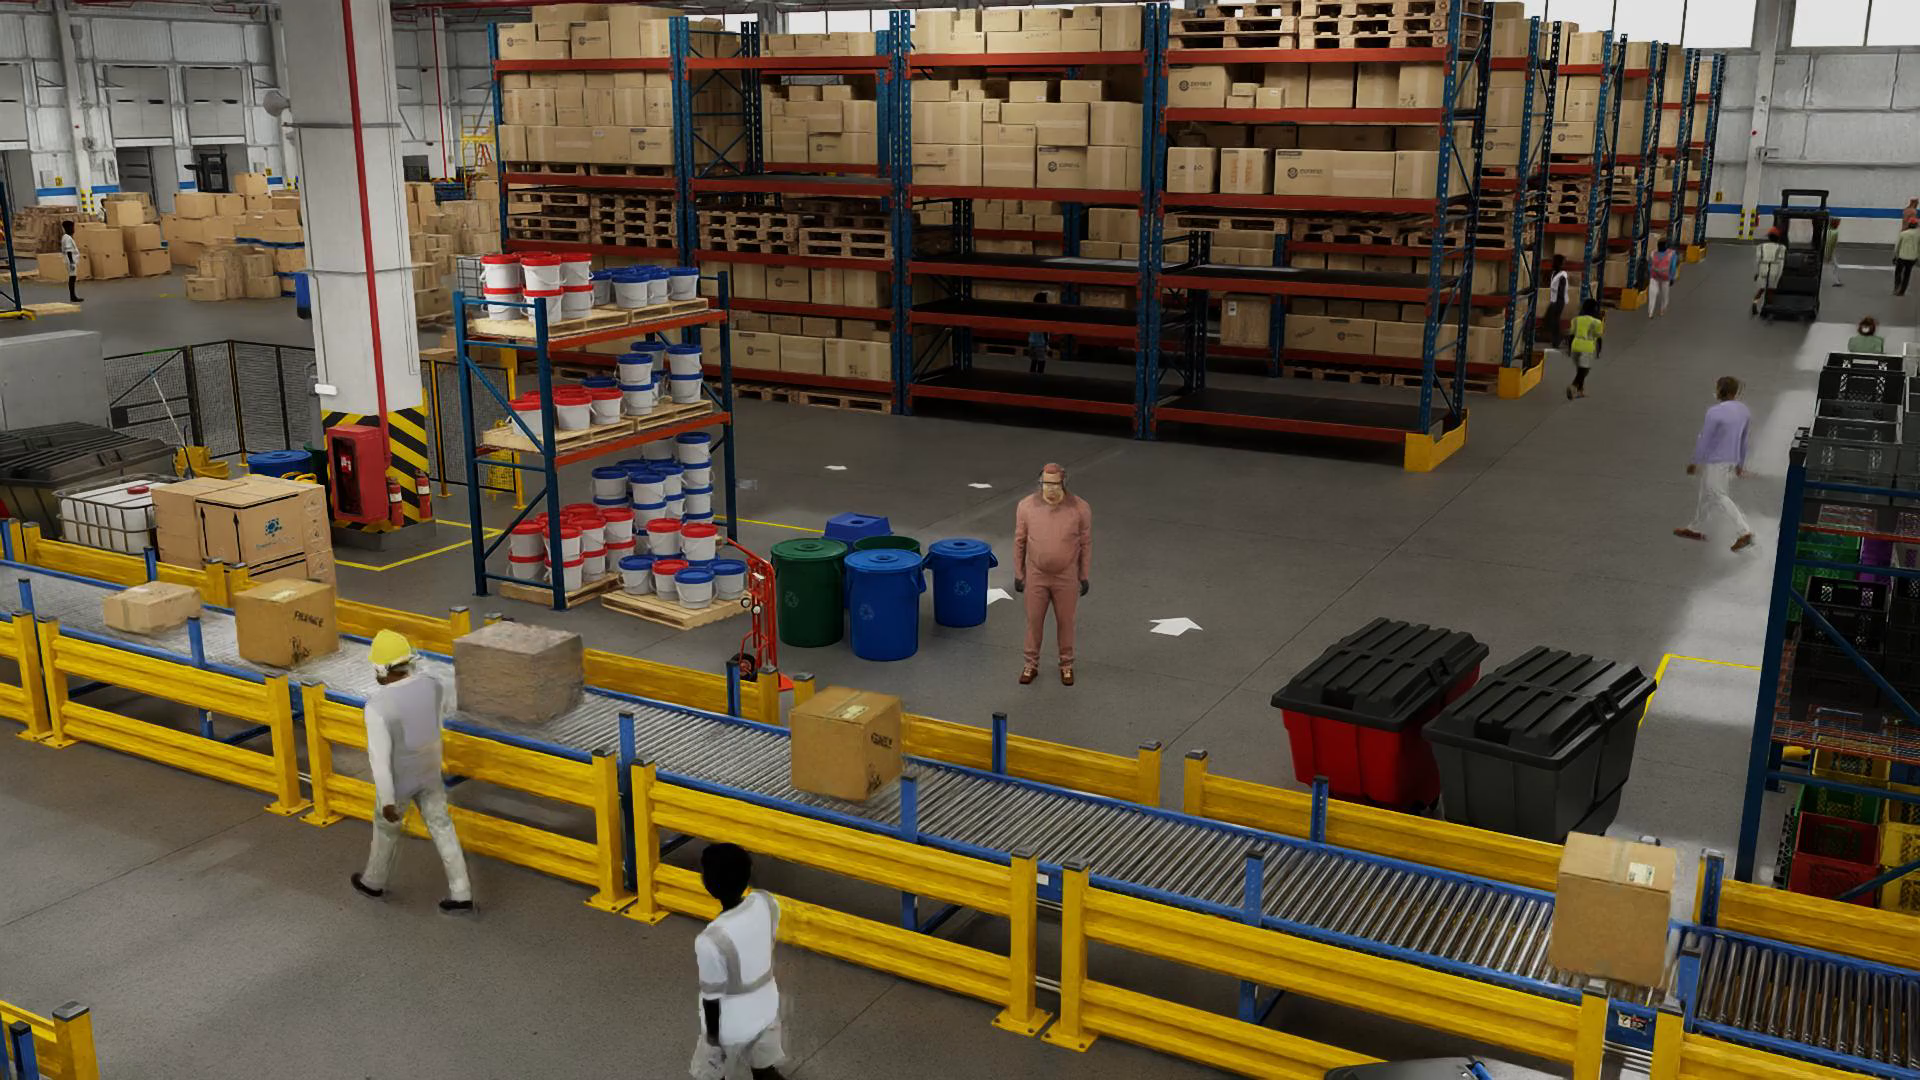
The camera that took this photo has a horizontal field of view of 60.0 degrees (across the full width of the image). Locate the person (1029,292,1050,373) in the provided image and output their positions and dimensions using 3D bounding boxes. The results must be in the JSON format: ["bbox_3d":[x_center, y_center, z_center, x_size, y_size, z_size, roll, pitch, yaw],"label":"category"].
[{"bbox_3d":[1.326,-3.259,27.619,0.315,1.696,0.540,-8,17,-27],"label":"person"}]

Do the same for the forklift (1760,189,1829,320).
[{"bbox_3d":[18.868,-6.476,37.445,1.129,2.768,1.873,8,17,28],"label":"forklift"}]

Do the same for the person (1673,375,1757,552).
[{"bbox_3d":[8.371,-0.843,18.167,0.642,1.908,0.975,-10,18,-33],"label":"person"}]

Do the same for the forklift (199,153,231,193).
[{"bbox_3d":[-27.440,-12.865,61.464,1.873,2.768,1.129,8,17,28],"label":"forklift"}]

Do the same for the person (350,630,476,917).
[{"bbox_3d":[-3.321,1.394,9.984,0.961,1.787,0.600,9,17,31],"label":"person"}]

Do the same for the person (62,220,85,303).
[{"bbox_3d":[-21.393,-6.704,40.053,0.362,1.963,0.614,-8,17,-27],"label":"person"}]

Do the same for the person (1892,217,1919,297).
[{"bbox_3d":[23.489,-7.020,41.257,0.619,1.962,0.476,4,16,16],"label":"person"}]

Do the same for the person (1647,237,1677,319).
[{"bbox_3d":[15.729,-5.889,37.306,0.616,1.805,0.889,8,17,28],"label":"person"}]

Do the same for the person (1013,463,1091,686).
[{"bbox_3d":[0.764,0.288,13.889,0.651,1.904,0.402,2,15,7],"label":"person"}]

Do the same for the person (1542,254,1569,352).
[{"bbox_3d":[11.541,-4.582,32.197,0.447,1.901,0.613,1,15,6],"label":"person"}]

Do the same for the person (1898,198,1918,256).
[{"bbox_3d":[28.428,-9.258,49.787,0.402,1.901,0.649,1,15,5],"label":"person"}]

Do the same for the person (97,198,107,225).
[{"bbox_3d":[-26.095,-9.520,50.869,0.343,1.847,0.506,2,15,7],"label":"person"}]

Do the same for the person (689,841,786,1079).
[{"bbox_3d":[-0.926,2.129,7.399,0.718,1.674,0.537,10,18,32],"label":"person"}]

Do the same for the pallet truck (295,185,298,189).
[{"bbox_3d":[-26.804,-14.617,69.738,1.885,1.965,0.823,-14,20,-42],"label":"pallet truck"}]

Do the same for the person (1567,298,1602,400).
[{"bbox_3d":[10.100,-3.087,27.041,0.730,1.671,0.538,-11,18,-35],"label":"person"}]

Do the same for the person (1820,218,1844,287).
[{"bbox_3d":[22.576,-7.468,43.280,1.005,1.793,0.564,-2,15,-7],"label":"person"}]

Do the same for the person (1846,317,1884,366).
[{"bbox_3d":[13.798,-2.616,25.413,0.499,1.591,0.853,9,17,30],"label":"person"}]

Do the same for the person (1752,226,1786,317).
[{"bbox_3d":[18.146,-6.011,37.339,0.613,2.026,0.657,14,21,43],"label":"person"}]

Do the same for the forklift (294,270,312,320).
[{"bbox_3d":[-13.681,-6.246,36.579,1.873,2.768,1.129,8,17,28],"label":"forklift"}]
